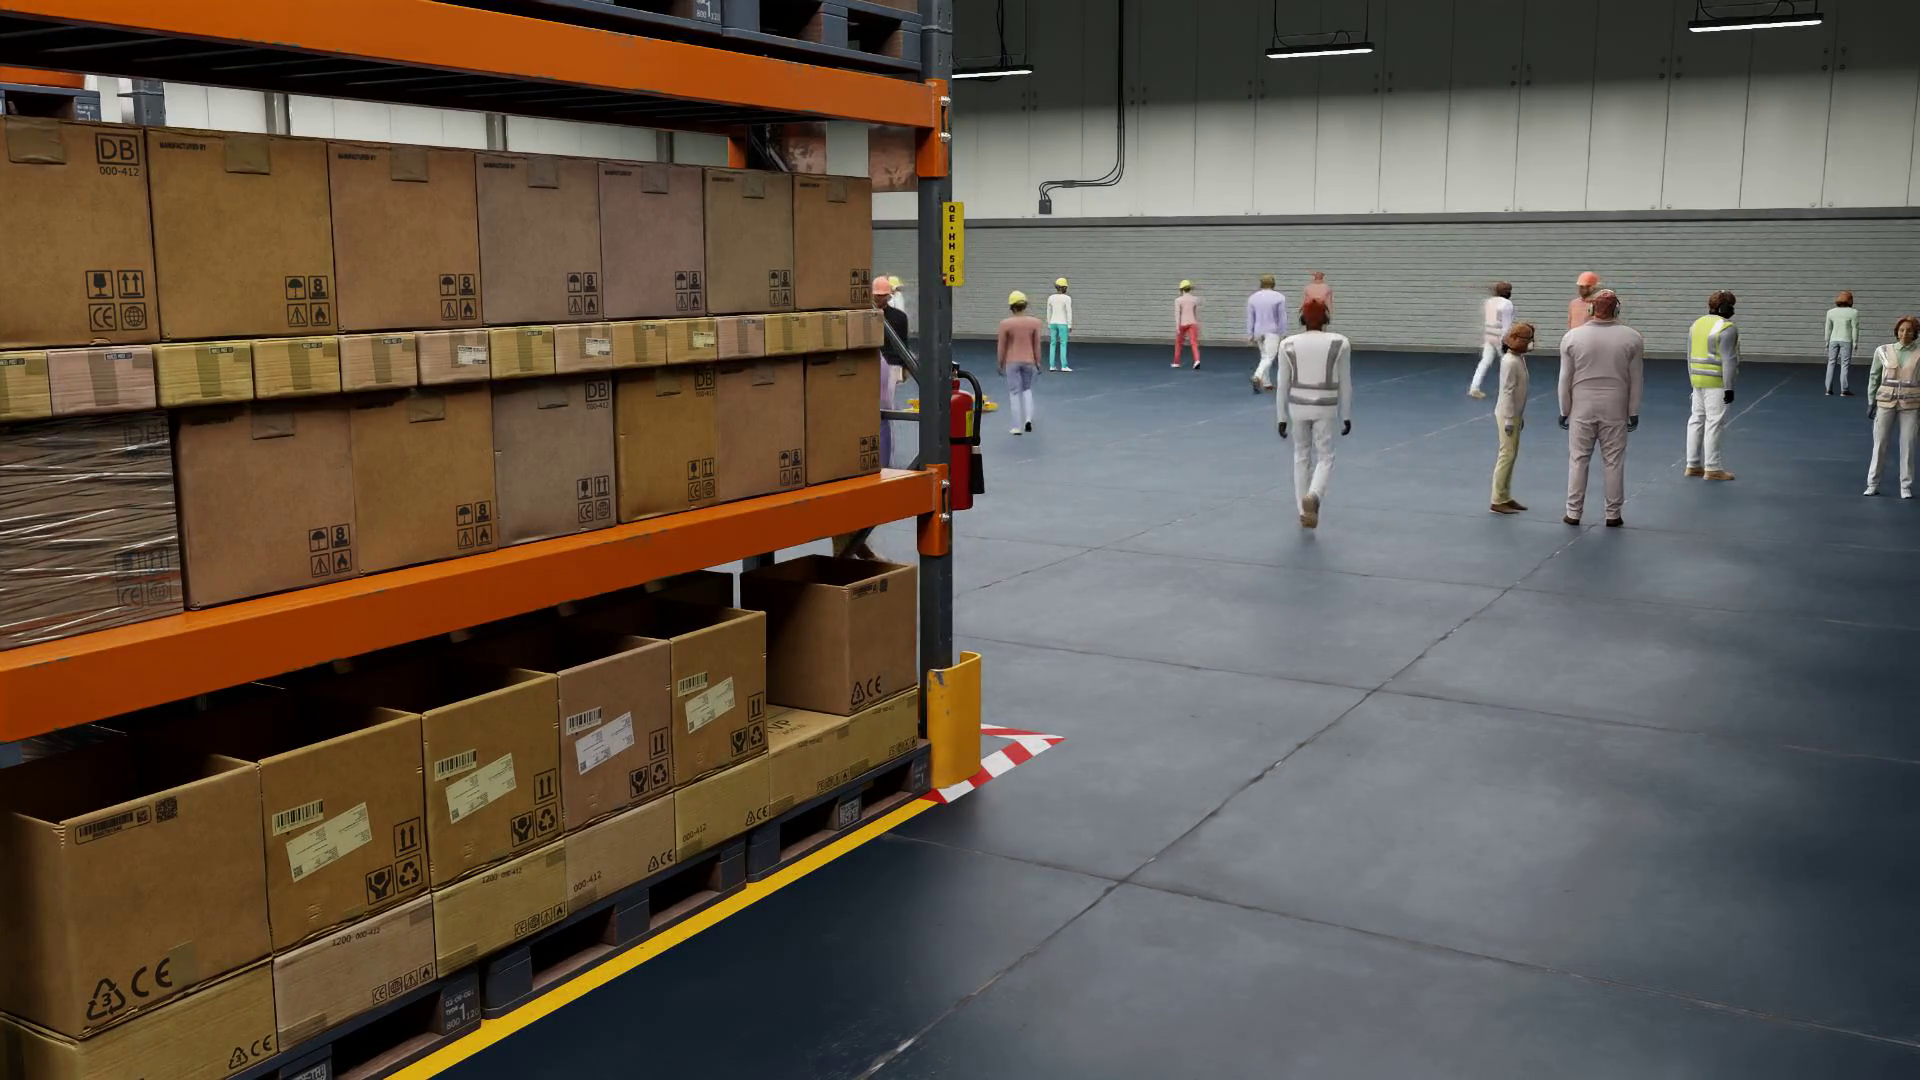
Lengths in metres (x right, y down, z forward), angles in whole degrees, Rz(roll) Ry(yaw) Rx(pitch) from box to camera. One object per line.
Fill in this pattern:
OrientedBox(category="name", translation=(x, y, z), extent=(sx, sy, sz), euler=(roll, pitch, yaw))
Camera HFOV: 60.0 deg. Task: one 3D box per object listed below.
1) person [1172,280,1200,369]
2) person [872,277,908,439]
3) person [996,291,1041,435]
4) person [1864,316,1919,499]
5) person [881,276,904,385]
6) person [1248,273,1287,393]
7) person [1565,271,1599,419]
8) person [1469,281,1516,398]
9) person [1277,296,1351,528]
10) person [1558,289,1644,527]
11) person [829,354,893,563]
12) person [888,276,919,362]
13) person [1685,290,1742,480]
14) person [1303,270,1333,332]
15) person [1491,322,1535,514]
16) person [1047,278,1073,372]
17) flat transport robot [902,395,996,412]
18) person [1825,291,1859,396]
OrientedBox(category="person", translation=(4.390, -4.167, 32.164), extent=(0.519, 1.722, 0.923), euler=(-3, 10, -15))
OrientedBox(category="person", translation=(-0.873, -2.035, 19.036), extent=(0.614, 1.950, 0.993), euler=(3, 10, 15))
OrientedBox(category="person", translation=(0.718, -2.160, 20.327), extent=(0.546, 1.748, 0.406), euler=(-2, 10, -14))
OrientedBox(category="person", translation=(8.476, -1.198, 15.021), extent=(0.514, 1.643, 0.307), euler=(6, 12, 33))
OrientedBox(category="person", translation=(-1.232, -3.499, 27.955), extent=(0.679, 1.844, 0.622), euler=(-3, 10, -15))
OrientedBox(category="person", translation=(4.849, -3.284, 26.477), extent=(0.637, 1.911, 0.881), euler=(9, 13, 41))
OrientedBox(category="person", translation=(8.432, -2.619, 22.362), extent=(0.746, 1.978, 0.626), euler=(-4, 11, -23))
OrientedBox(category="person", translation=(8.239, -3.057, 25.470), extent=(0.950, 1.798, 0.641), euler=(-3, 10, -19))
OrientedBox(category="person", translation=(2.794, -0.998, 13.203), extent=(0.588, 1.865, 0.691), euler=(4, 10, 22))
OrientedBox(category="person", translation=(5.154, -1.057, 13.418), extent=(0.643, 1.909, 0.410), euler=(3, 10, 18))
OrientedBox(category="person", translation=(-0.655, -0.498, 9.841), extent=(0.615, 2.020, 0.890), euler=(7, 12, 35))
OrientedBox(category="person", translation=(-1.170, -3.971, 30.771), extent=(0.698, 1.814, 0.594), euler=(-3, 10, -17))
OrientedBox(category="person", translation=(7.379, -1.511, 16.272), extent=(0.430, 1.843, 0.626), euler=(-2, 10, -10))
OrientedBox(category="person", translation=(7.666, -4.851, 35.701), extent=(0.648, 1.887, 0.630), euler=(4, 11, 24))
OrientedBox(category="person", translation=(4.687, -1.029, 14.087), extent=(0.294, 1.623, 0.510), euler=(5, 11, 27))
OrientedBox(category="person", translation=(1.887, -4.056, 31.396), extent=(0.526, 1.765, 0.330), euler=(7, 12, 36))
OrientedBox(category="flat transport robot", translation=(-0.142, -1.871, 22.965), extent=(0.652, 0.197, 1.431), euler=(6, 11, 31))
OrientedBox(category="person", translation=(13.789, -3.072, 26.018), extent=(0.285, 1.632, 0.498), euler=(-7, 12, -37))
